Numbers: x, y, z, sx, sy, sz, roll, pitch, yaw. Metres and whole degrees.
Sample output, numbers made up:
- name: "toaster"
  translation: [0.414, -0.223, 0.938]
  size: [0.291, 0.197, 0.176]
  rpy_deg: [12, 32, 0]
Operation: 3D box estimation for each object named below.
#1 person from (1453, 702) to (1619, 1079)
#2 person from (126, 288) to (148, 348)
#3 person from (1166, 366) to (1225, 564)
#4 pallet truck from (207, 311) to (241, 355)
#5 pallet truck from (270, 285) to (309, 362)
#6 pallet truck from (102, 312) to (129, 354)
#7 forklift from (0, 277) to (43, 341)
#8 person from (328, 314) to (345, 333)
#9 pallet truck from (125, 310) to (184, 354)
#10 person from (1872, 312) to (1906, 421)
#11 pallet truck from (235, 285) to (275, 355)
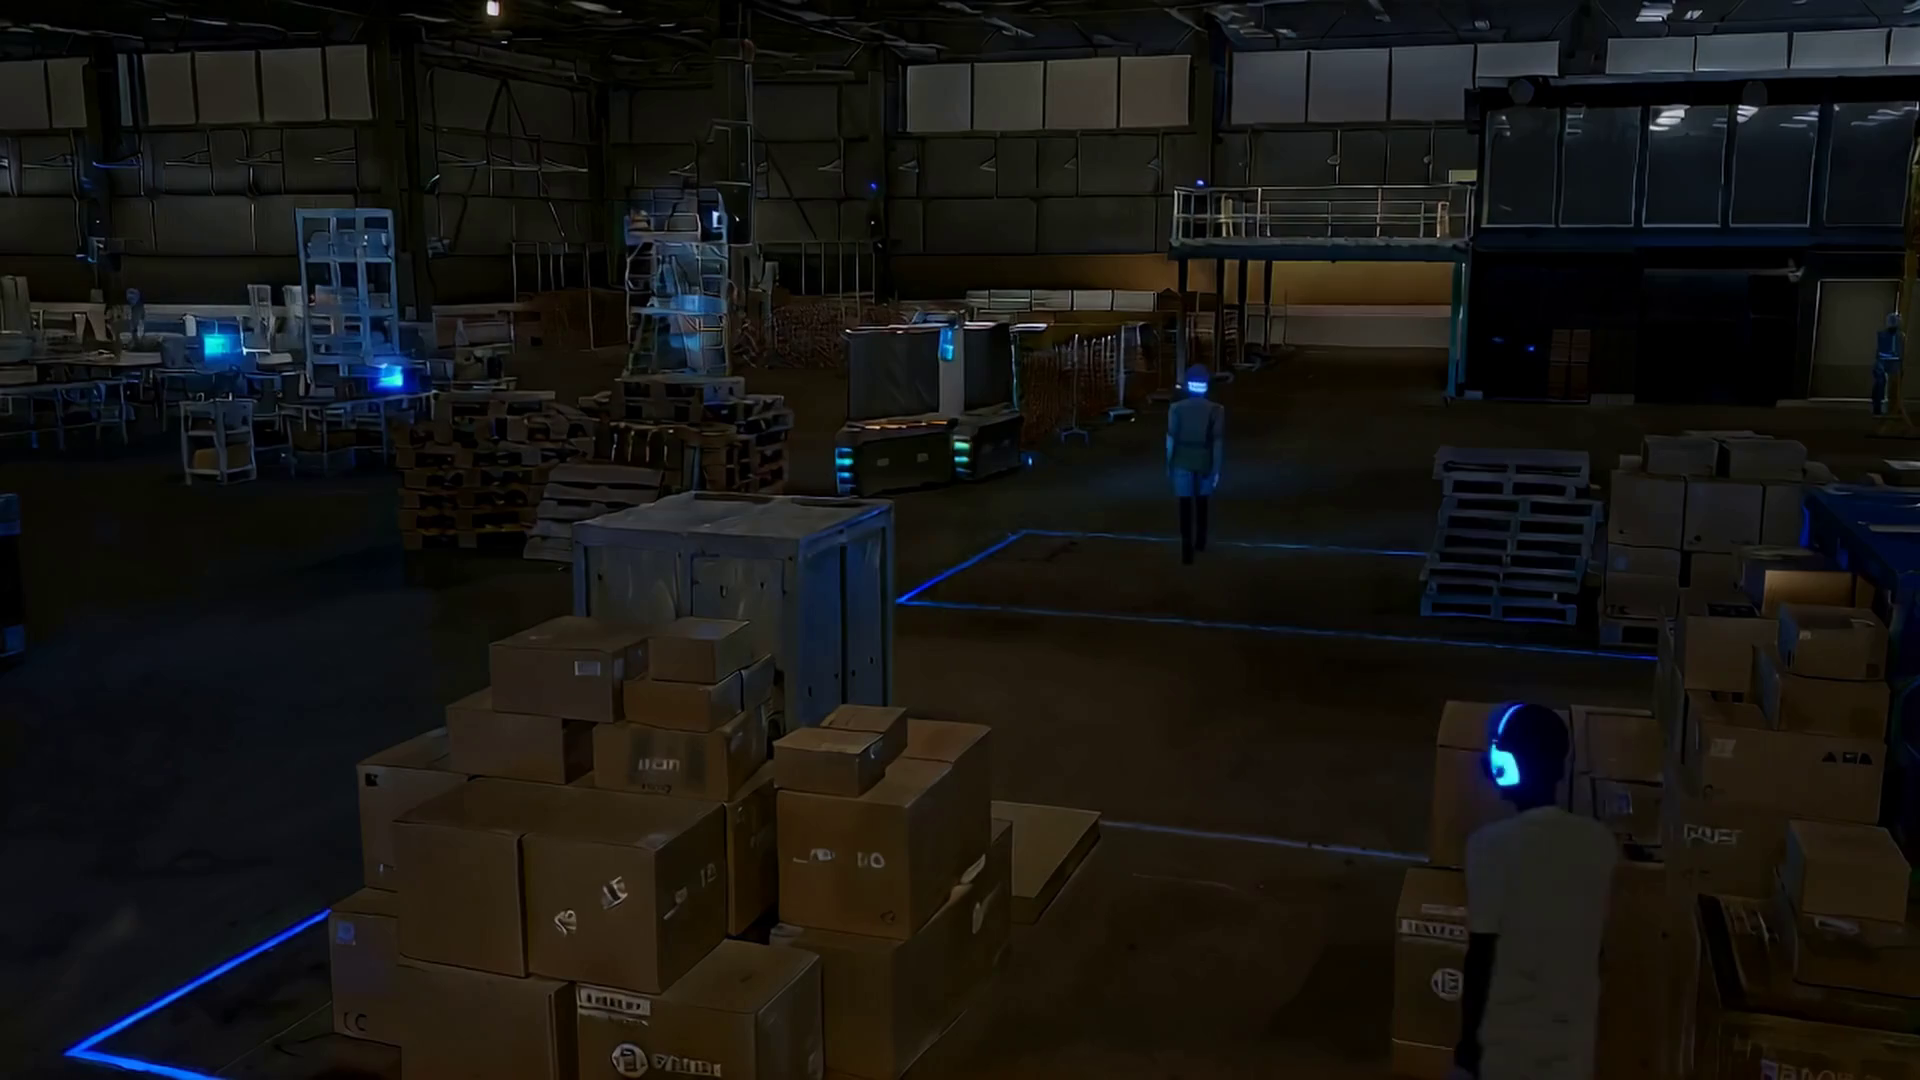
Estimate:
- name: "person"
  translation: [1.499, 1.348, 4.530]
  size: [0.568, 1.806, 1.015]
  rpy_deg: [-3, 10, -16]
- name: "person"
  translation: [-19.678, -5.005, 39.734]
  size: [1.052, 1.992, 0.609]
  rpy_deg: [-5, 11, -27]
- name: "person"
  translation: [2.275, -0.745, 16.136]
  size: [0.549, 1.875, 1.043]
  rpy_deg: [1, 10, 6]
- name: "pallet truck"
  translation: [-19.537, -5.575, 44.913]
  size: [0.653, 1.274, 1.630]
  rpy_deg: [3, 11, 19]
- name: "pallet truck"
  translation: [-17.147, -5.700, 43.663]
  size: [0.823, 1.965, 1.885]
  rpy_deg: [3, 11, 17]
- name: "pallet truck"
  translation: [-23.057, -5.777, 46.261]
  size: [0.680, 1.201, 1.601]
  rpy_deg: [3, 11, 19]
- name: "forklift"
  translation: [-27.151, -6.329, 46.328]
  size: [1.157, 1.987, 2.680]
  rpy_deg: [3, 11, 17]
- name: "person"
  translation: [-15.891, -5.438, 42.481]
  size: [0.435, 1.888, 0.677]
  rpy_deg: [-2, 10, -11]
- name: "pallet truck"
  translation: [-22.038, -5.665, 45.457]
  size: [0.704, 1.261, 1.522]
  rpy_deg: [3, 11, 17]
- name: "person"
  translation: [16.108, -3.007, 28.821]
  size: [0.355, 1.882, 0.576]
  rpy_deg: [-5, 11, -24]
- name: "pallet truck"
  translation: [-18.327, -5.835, 44.421]
  size: [0.823, 1.965, 1.885]
  rpy_deg: [4, 11, 23]
